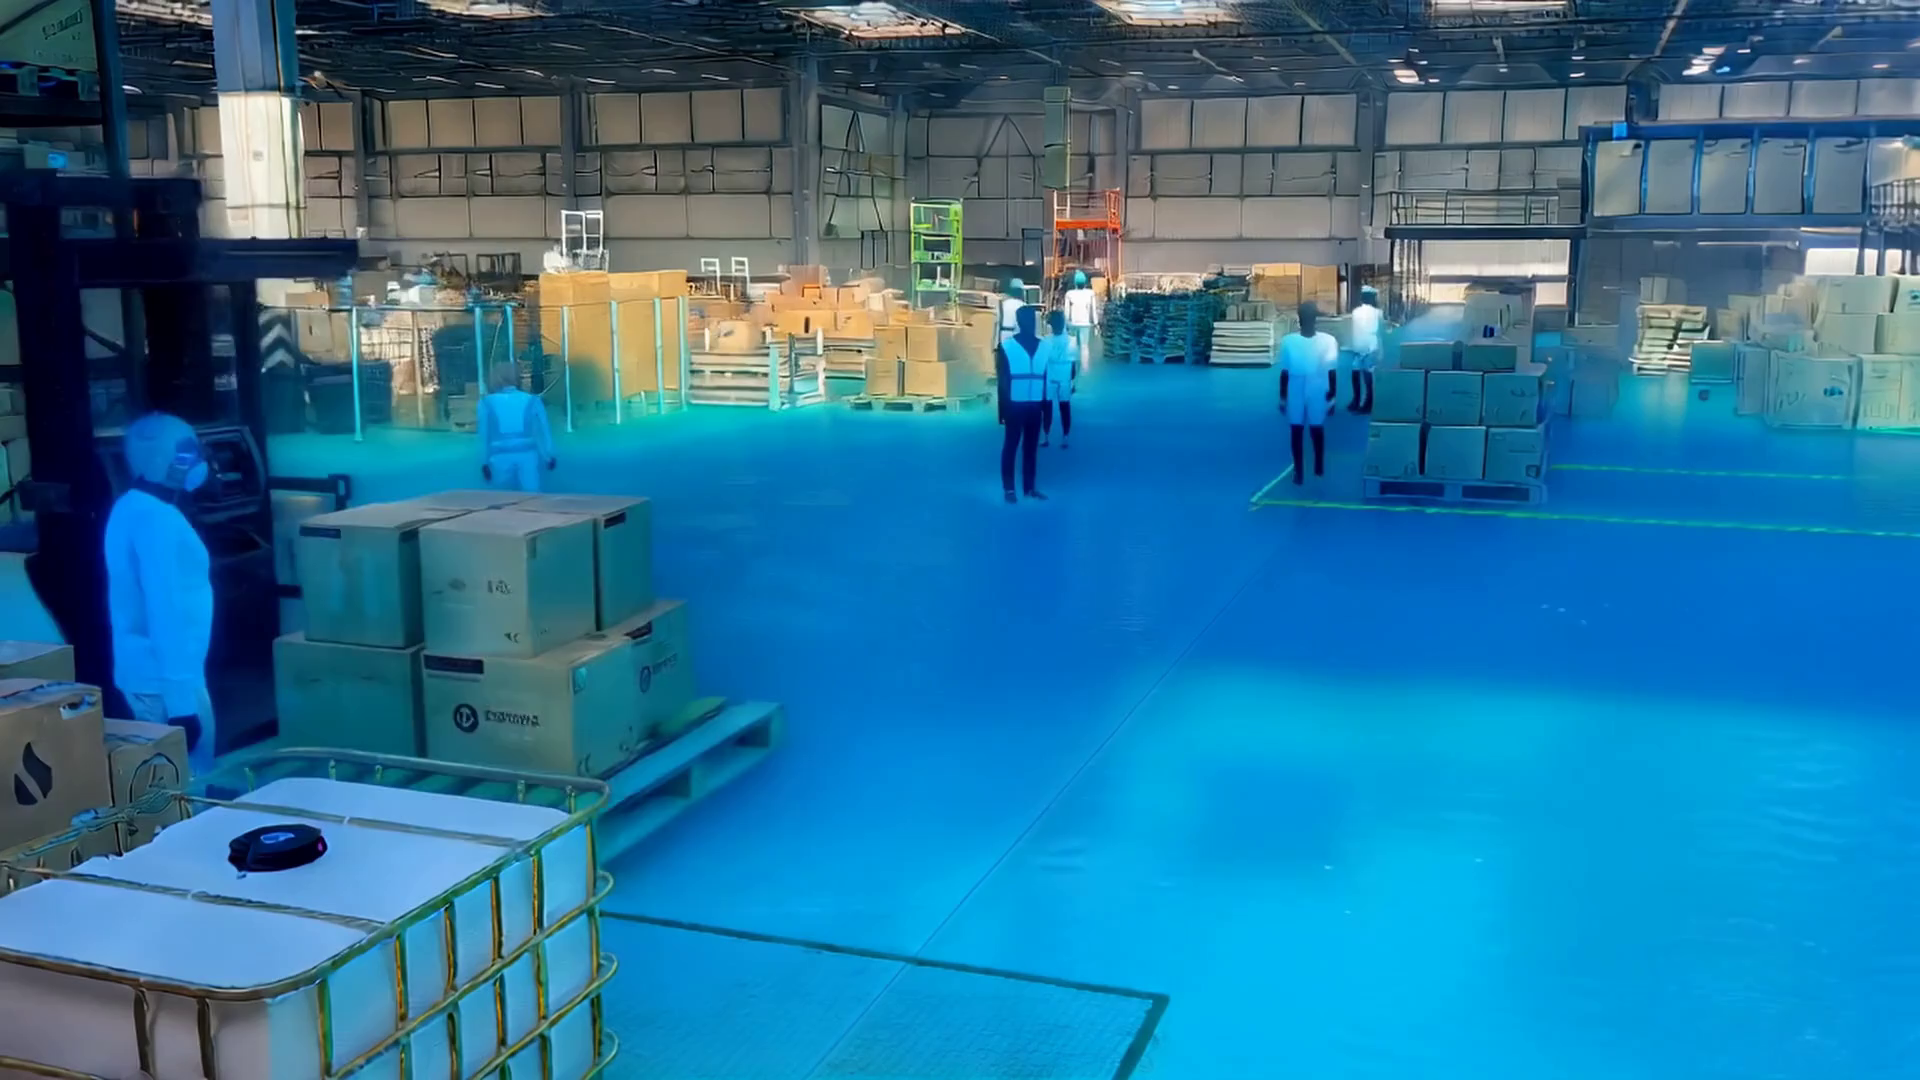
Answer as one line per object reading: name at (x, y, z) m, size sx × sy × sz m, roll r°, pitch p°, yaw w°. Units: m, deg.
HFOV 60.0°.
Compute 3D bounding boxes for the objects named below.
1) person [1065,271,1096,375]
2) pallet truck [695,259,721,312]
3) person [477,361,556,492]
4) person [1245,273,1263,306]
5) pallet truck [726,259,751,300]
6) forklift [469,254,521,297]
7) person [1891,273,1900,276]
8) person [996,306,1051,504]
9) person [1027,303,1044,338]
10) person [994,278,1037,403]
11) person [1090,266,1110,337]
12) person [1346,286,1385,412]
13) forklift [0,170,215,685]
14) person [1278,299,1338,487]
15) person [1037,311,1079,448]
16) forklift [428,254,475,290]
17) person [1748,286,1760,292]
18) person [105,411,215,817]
person at (2.316, -4.160, 31.991) m, size 0.608 × 1.996 × 0.380 m, roll -1°, pitch 10°, yaw -3°
pallet truck at (-9.165, -9.627, 62.776) m, size 0.823 × 1.965 × 1.885 m, roll 4°, pitch 11°, yaw 23°
person at (-3.466, -0.602, 13.041) m, size 0.600 × 1.599 × 0.799 m, roll -3°, pitch 11°, yaw -19°
person at (8.287, -6.678, 46.987) m, size 0.498 × 1.708 × 0.823 m, roll 2°, pitch 10°, yaw 13°
pallet truck at (-7.986, -9.493, 62.019) m, size 0.823 × 1.965 × 1.885 m, roll 3°, pitch 11°, yaw 17°
forklift at (-17.990, -10.121, 64.684) m, size 1.157 × 1.987 × 2.680 m, roll 3°, pitch 11°, yaw 17°
person at (20.555, -4.950, 36.770) m, size 0.557 × 1.890 × 0.959 m, roll 8°, pitch 13°, yaw 37°
person at (0.615, -1.322, 16.224) m, size 0.600 × 1.917 × 0.376 m, roll -7°, pitch 12°, yaw -33°
person at (1.081, -2.941, 26.271) m, size 0.522 × 1.591 × 0.865 m, roll 3°, pitch 10°, yaw 15°
person at (0.901, -2.947, 25.149) m, size 0.642 × 1.990 × 1.024 m, roll 6°, pitch 12°, yaw 32°
person at (3.808, -6.468, 45.167) m, size 0.551 × 1.931 × 0.373 m, roll 4°, pitch 11°, yaw 21°
person at (6.148, -2.888, 25.117) m, size 0.568 × 1.889 × 0.524 m, roll -3°, pitch 10°, yaw -16°
forklift at (-4.014, -0.340, 7.985) m, size 1.873 × 2.768 × 1.129 m, roll 3°, pitch 11°, yaw 19°
person at (3.625, -1.532, 17.322) m, size 0.625 × 1.945 × 0.560 m, roll 4°, pitch 11°, yaw 23°
person at (1.199, -1.983, 20.570) m, size 0.535 × 1.697 × 0.322 m, roll 4°, pitch 11°, yaw 24°
forklift at (-20.133, -10.254, 65.465) m, size 1.157 × 1.987 × 2.680 m, roll 3°, pitch 11°, yaw 19°
person at (27.418, -8.511, 57.517) m, size 0.497 × 1.626 × 0.288 m, roll 7°, pitch 12°, yaw 33°
person at (-2.749, 0.520, 5.793) m, size 0.354 × 1.937 × 0.635 m, roll -6°, pitch 12°, yaw -31°
